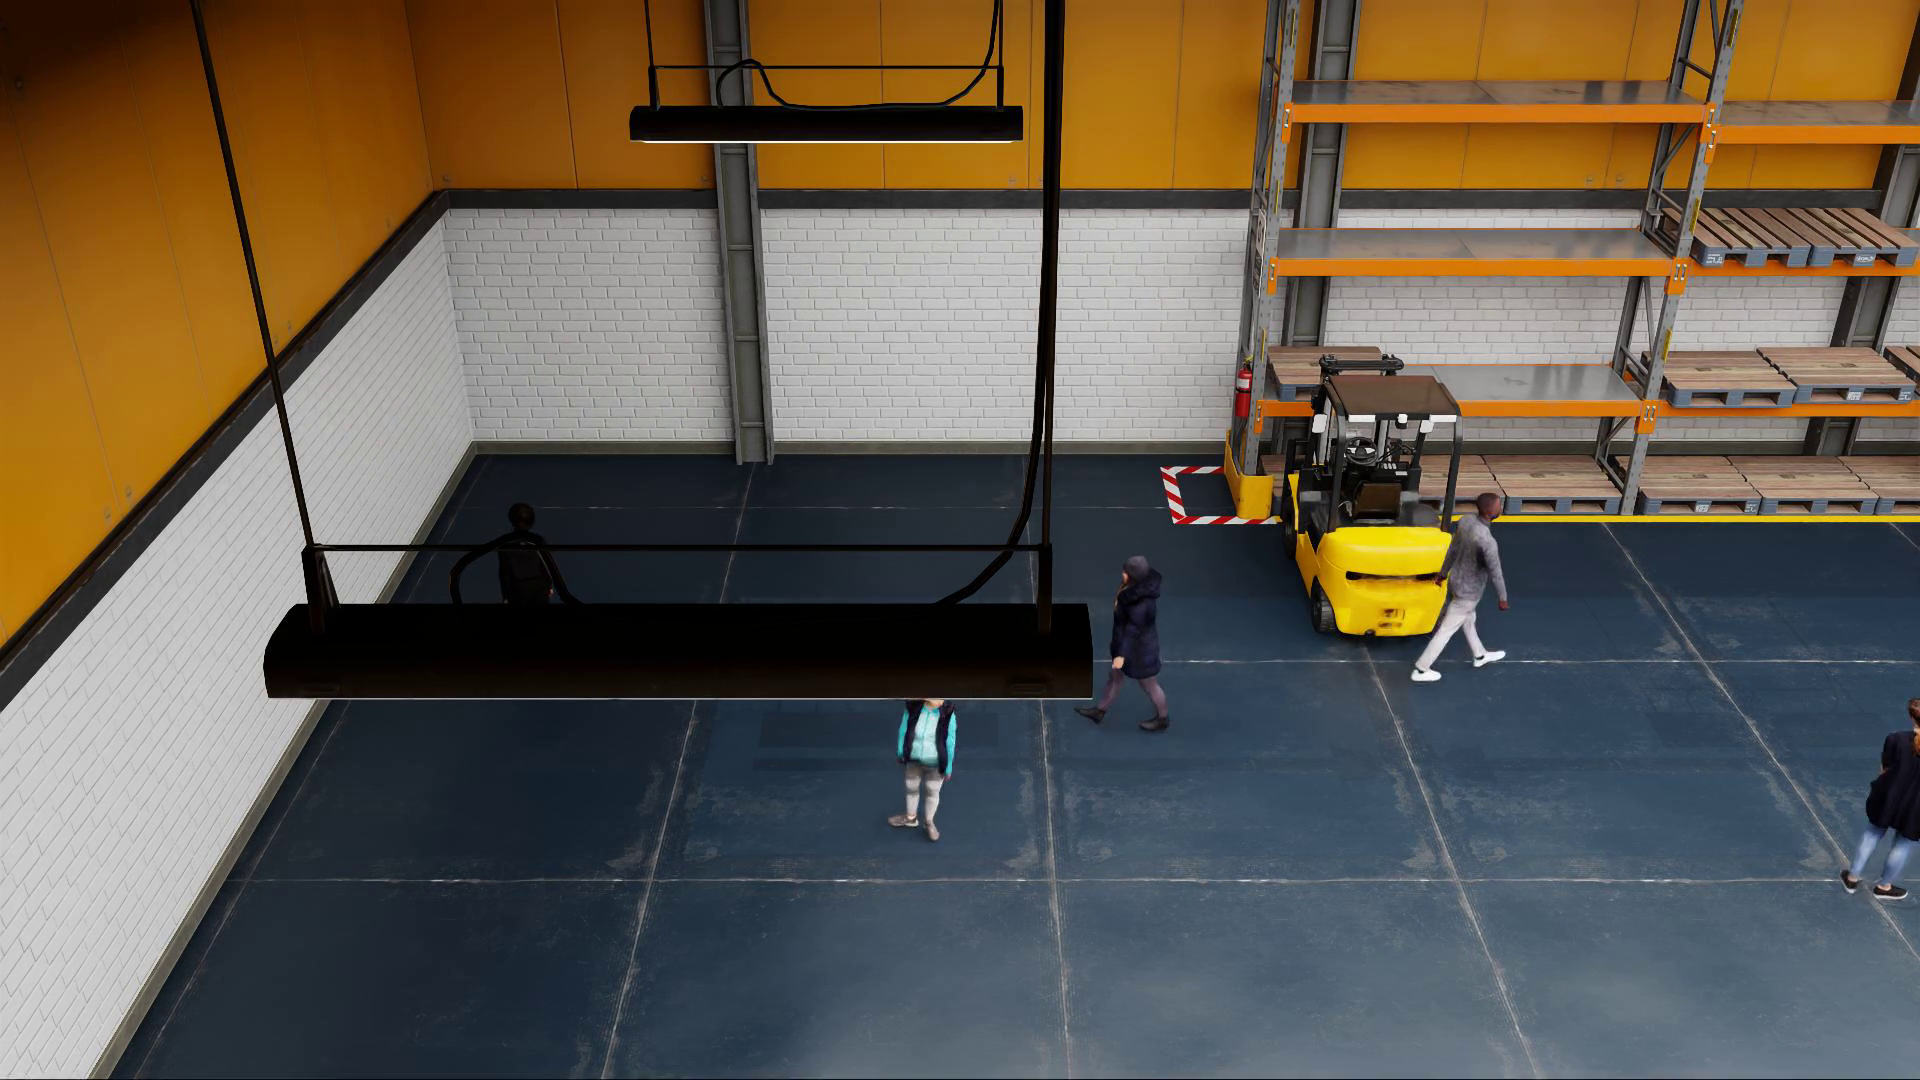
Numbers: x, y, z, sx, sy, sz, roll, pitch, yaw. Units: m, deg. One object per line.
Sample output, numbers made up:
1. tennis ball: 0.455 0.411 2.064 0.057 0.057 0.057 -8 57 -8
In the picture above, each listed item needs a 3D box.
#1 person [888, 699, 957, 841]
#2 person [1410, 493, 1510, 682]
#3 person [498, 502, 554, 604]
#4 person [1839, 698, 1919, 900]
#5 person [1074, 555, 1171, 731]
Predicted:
1. person: -0.276 1.619 12.478 0.622 1.480 0.821 13 31 22
2. person: 4.256 0.441 14.320 1.213 1.785 0.859 -5 29 -9
3. person: -3.763 0.440 14.446 0.612 1.666 0.751 -15 32 -25
4. person: 6.738 1.865 11.815 0.782 1.683 0.735 -13 31 -23
5. person: 1.529 0.898 13.649 1.042 1.625 0.700 2 29 3
